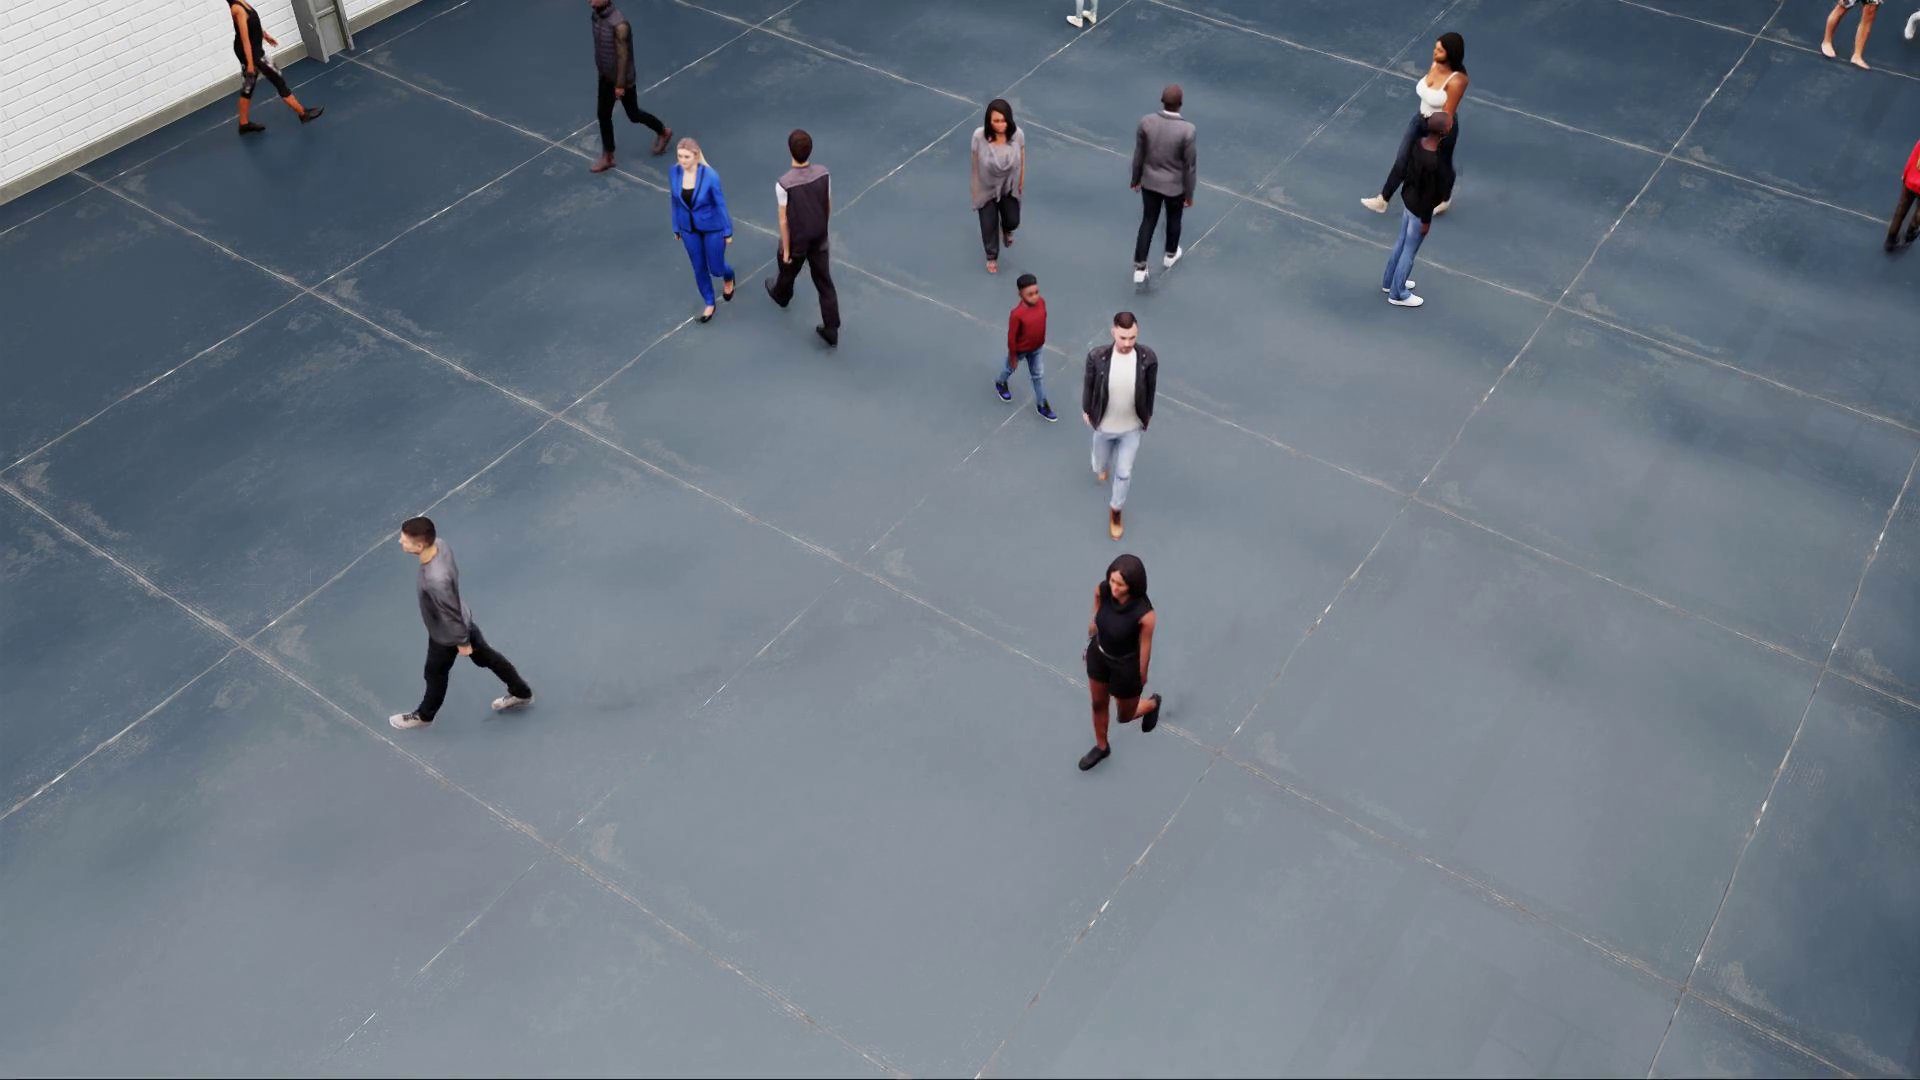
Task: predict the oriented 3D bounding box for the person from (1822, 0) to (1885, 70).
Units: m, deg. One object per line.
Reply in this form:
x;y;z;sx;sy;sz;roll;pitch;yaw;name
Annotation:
9.186;-5.797;16.942;0.983;1.795;1.068;-2;44;-2;person

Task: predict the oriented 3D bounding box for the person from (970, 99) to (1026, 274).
0.314;-3.086;14.245;0.850;1.590;0.919;-3;44;-4;person

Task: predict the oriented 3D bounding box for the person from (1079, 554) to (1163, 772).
1.008;0.711;10.164;0.656;1.723;0.895;33;52;29;person

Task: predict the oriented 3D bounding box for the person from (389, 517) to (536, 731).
-3.089;0.525;10.366;1.206;1.713;1.115;-9;44;-9;person

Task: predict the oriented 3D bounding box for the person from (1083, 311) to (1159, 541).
1.112;-0.883;11.768;0.966;1.818;1.080;0;44;0;person

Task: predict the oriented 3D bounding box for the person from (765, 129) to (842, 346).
-1.181;-2.371;13.342;1.196;1.802;1.037;-23;48;-23;person

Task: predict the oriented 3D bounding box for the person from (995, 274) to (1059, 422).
0.463;-1.543;12.882;0.880;1.237;0.756;-26;50;-25;person

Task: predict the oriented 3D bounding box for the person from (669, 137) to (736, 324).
-2.082;-2.590;13.656;0.792;1.685;0.857;14;45;14;person

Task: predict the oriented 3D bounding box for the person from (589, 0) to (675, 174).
-3.081;-4.284;15.348;0.821;1.804;1.185;33;53;30;person

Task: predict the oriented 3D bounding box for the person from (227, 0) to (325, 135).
-6.812;-4.599;15.810;1.133;1.622;0.883;-22;48;-22;person

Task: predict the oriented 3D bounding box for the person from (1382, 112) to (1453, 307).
3.794;-2.756;13.784;0.741;1.749;0.658;-2;44;-2;person

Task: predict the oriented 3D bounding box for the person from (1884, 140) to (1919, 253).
8.334;-3.067;14.458;0.551;1.269;0.715;31;52;29;person

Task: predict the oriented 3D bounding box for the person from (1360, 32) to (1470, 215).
4.286;-3.630;14.688;1.199;1.768;1.067;-12;45;-12;person

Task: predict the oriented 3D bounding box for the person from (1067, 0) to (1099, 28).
1.341;-6.101;17.618;0.538;1.304;0.649;-23;48;-23;person

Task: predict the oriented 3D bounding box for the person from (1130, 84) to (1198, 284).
1.671;-2.946;13.948;0.830;1.797;1.030;18;47;18;person
